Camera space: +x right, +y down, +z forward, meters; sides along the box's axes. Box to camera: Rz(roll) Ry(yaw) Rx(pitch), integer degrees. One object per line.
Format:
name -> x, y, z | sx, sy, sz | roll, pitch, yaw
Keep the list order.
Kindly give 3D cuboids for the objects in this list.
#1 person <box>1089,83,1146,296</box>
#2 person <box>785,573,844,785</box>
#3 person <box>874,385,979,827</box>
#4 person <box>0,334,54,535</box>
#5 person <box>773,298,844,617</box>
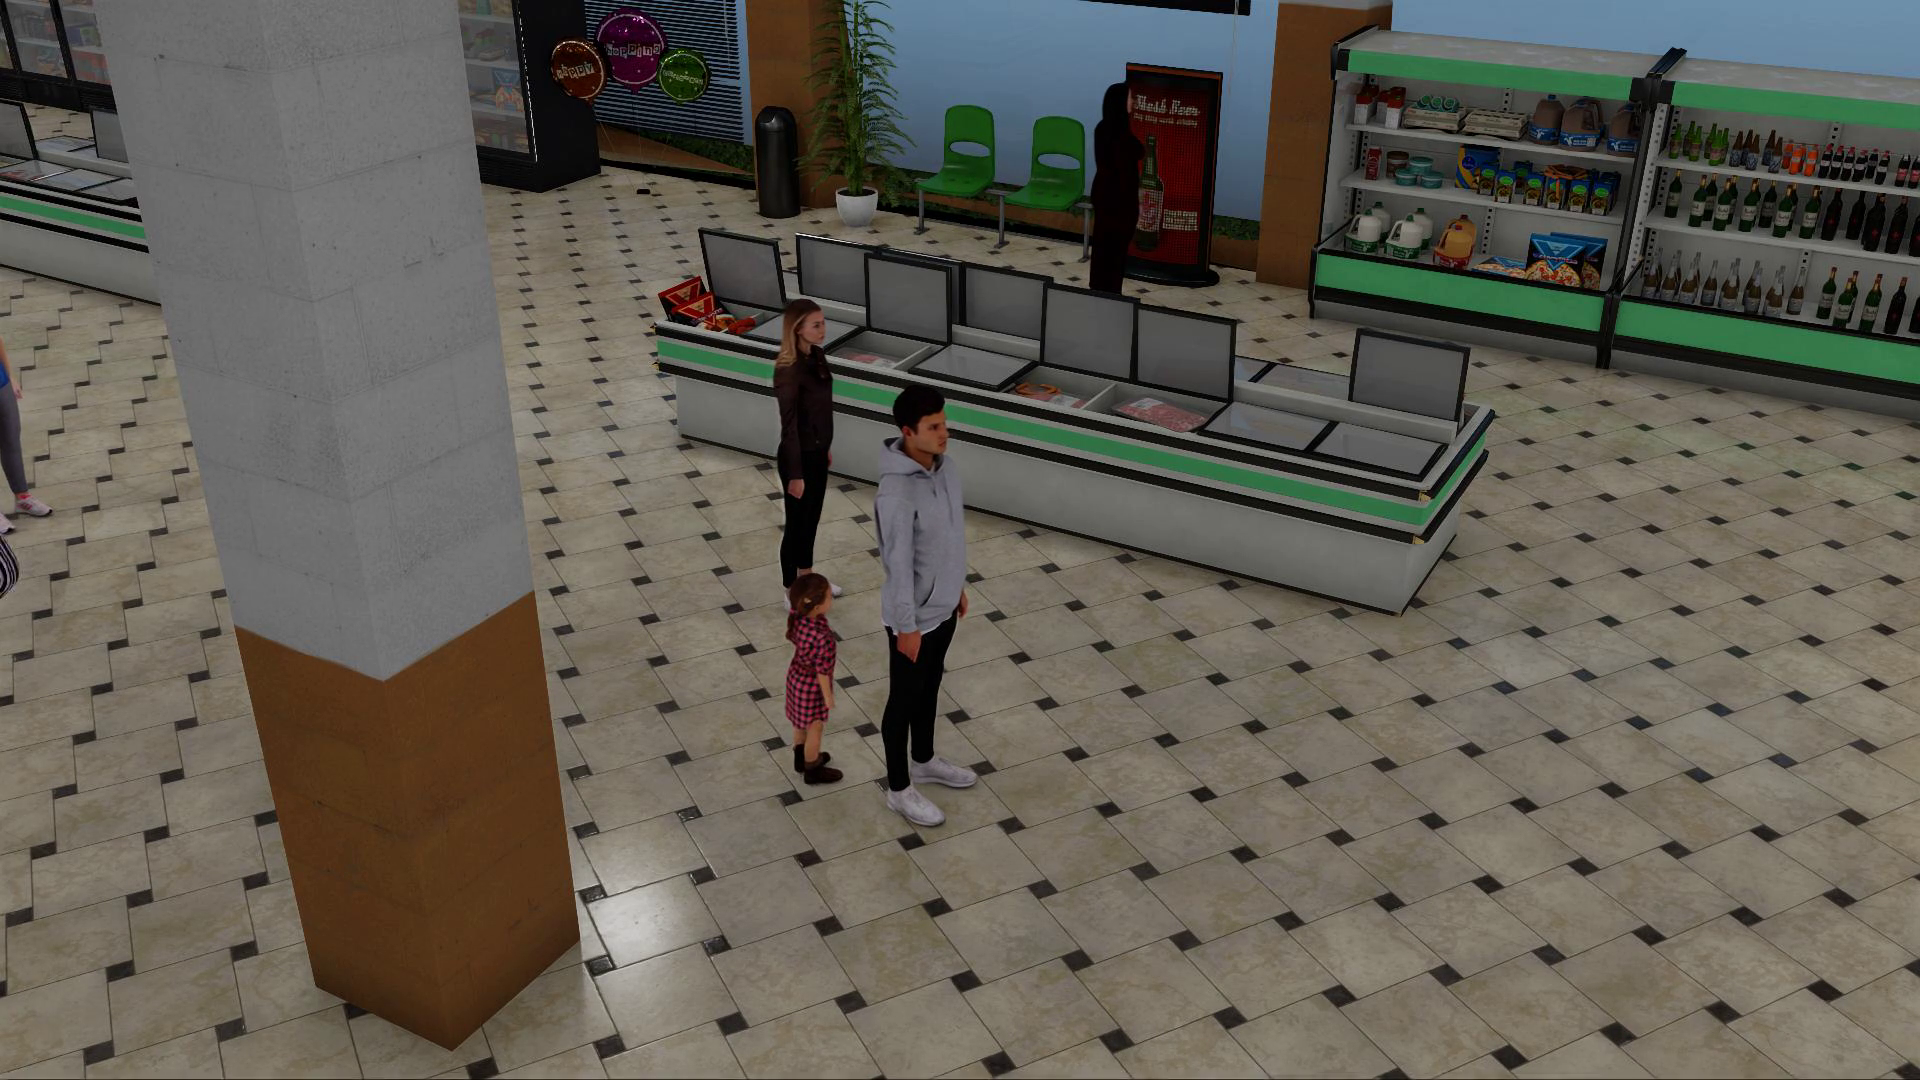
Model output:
person -> 1.176, -2.622, 12.789 | 0.822, 1.757, 0.755 | -8, 28, -15
person -> -0.651, 0.603, 7.246 | 0.551, 1.019, 0.474 | -14, 30, -26
person -> -0.175, 0.258, 6.918 | 0.622, 1.931, 0.692 | 12, 29, 22
person -> -5.557, -0.842, 9.443 | 0.533, 1.609, 0.559 | 13, 30, 24
person -> -0.799, -0.427, 8.521 | 0.570, 1.703, 0.647 | 9, 28, 16
